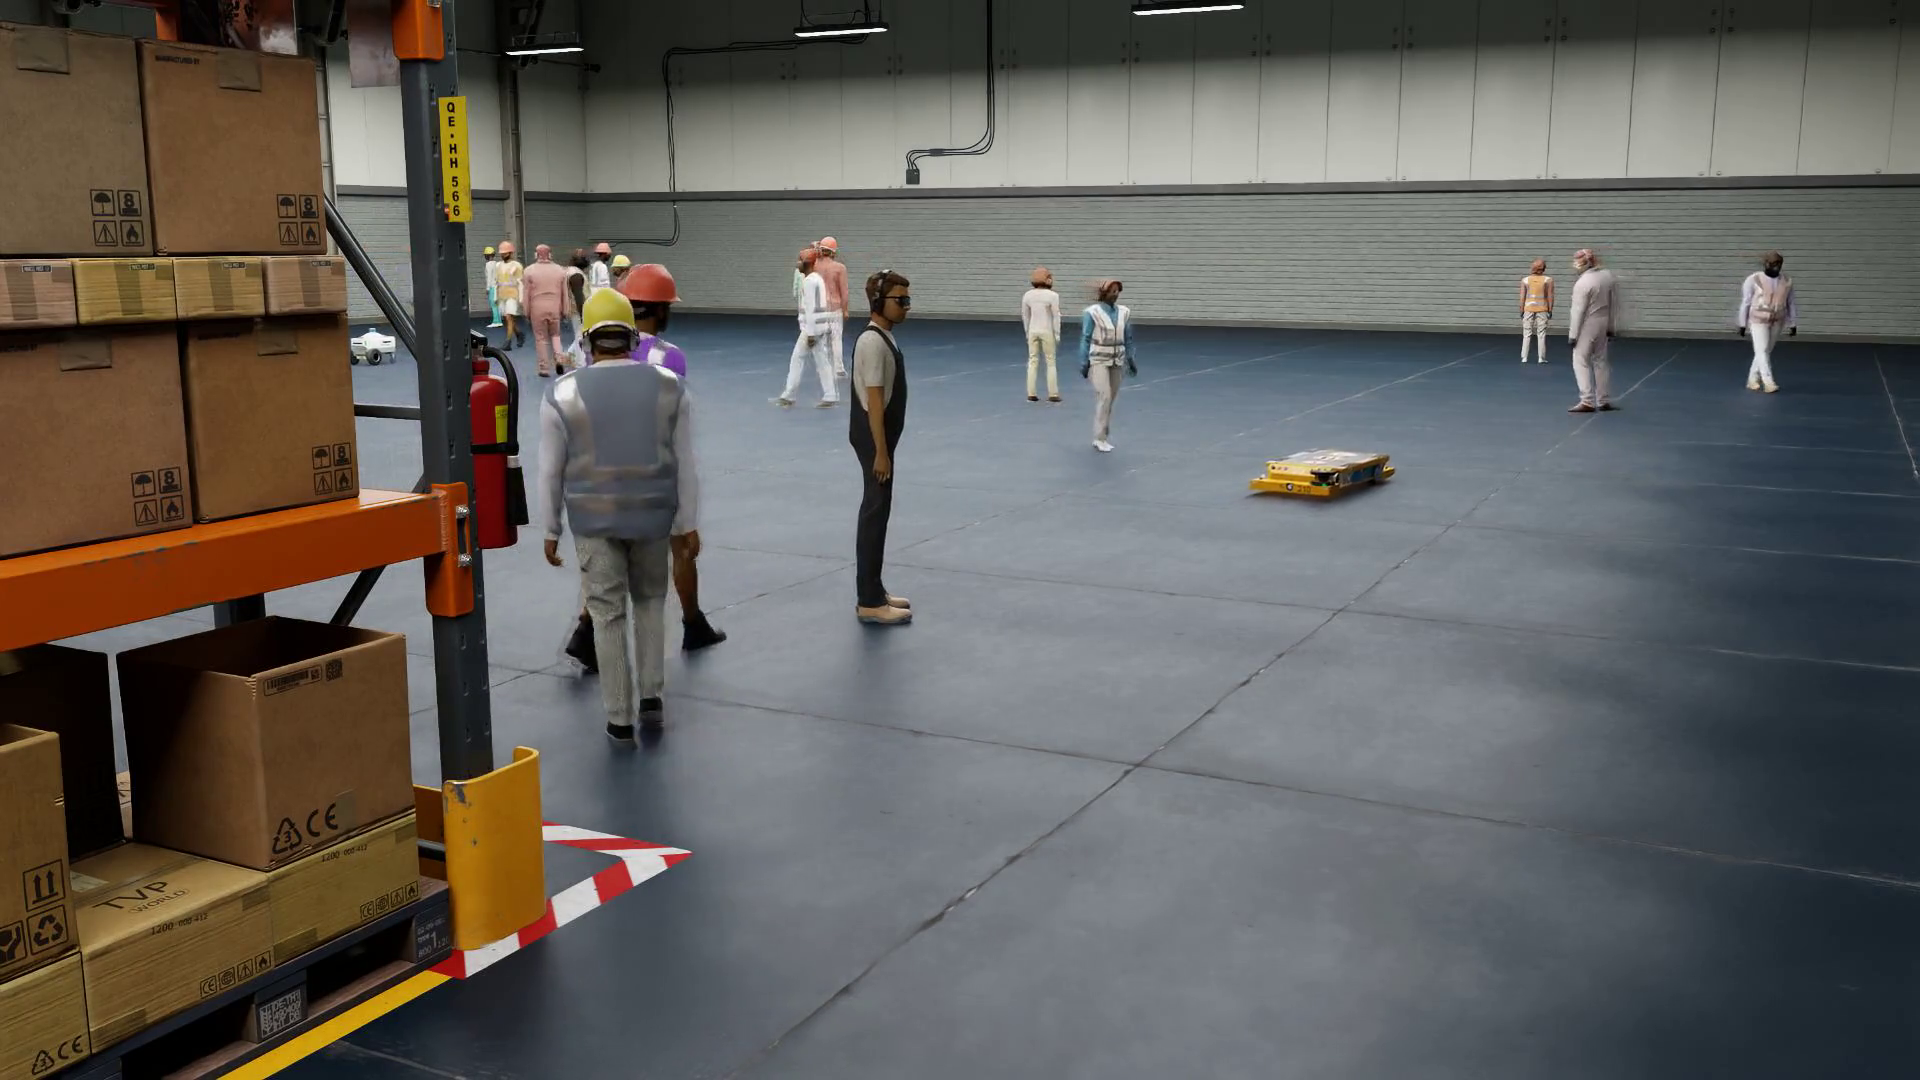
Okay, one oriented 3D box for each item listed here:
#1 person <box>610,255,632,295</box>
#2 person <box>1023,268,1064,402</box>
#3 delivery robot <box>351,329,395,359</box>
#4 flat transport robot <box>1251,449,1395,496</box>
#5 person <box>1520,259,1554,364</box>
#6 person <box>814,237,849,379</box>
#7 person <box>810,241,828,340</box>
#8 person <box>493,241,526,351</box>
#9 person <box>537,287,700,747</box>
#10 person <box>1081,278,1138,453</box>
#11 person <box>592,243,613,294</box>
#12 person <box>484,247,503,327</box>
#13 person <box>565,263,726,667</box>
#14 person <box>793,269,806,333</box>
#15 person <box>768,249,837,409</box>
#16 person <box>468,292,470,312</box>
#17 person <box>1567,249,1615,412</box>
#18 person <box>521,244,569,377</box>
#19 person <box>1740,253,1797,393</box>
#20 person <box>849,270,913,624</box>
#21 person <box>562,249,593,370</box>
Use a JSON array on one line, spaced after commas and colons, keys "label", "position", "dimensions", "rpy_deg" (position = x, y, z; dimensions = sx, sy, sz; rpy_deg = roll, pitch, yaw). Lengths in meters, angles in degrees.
[{"label": "person", "position": [-4.465, -2.898, 22.119], "dimensions": [0.322, 1.766, 0.533], "rpy_deg": [-2, 11, -9]}, {"label": "person", "position": [1.010, -2.472, 20.219], "dimensions": [0.510, 1.626, 0.428], "rpy_deg": [6, 12, 30]}, {"label": "delivery robot", "position": [-9.223, -3.081, 26.142], "dimensions": [0.477, 0.478, 0.707], "rpy_deg": [4, 11, 22]}, {"label": "flat transport robot", "position": [2.952, -0.560, 13.427], "dimensions": [0.652, 0.197, 1.431], "rpy_deg": [7, 12, 34]}, {"label": "person", "position": [9.117, -3.609, 26.318], "dimensions": [0.515, 1.641, 0.309], "rpy_deg": [5, 12, 26]}, {"label": "person", "position": [-1.853, -3.279, 23.550], "dimensions": [0.610, 1.996, 0.379], "rpy_deg": [3, 11, 17]}, {"label": "person", "position": [-2.769, -4.813, 32.157], "dimensions": [0.408, 1.908, 0.646], "rpy_deg": [-2, 11, -12]}, {"label": "person", "position": [-7.921, -4.296, 29.304], "dimensions": [0.561, 1.919, 0.766], "rpy_deg": [4, 11, 21]}, {"label": "person", "position": [-1.370, -0.090, 6.642], "dimensions": [0.624, 1.814, 0.514], "rpy_deg": [-4, 11, -21]}, {"label": "person", "position": [1.416, -1.631, 15.574], "dimensions": [0.518, 1.619, 0.567], "rpy_deg": [-7, 12, -33]}, {"label": "person", "position": [-6.276, -4.260, 29.205], "dimensions": [0.986, 1.888, 0.564], "rpy_deg": [-4, 11, -20]}, {"label": "person", "position": [-10.327, -5.571, 36.673], "dimensions": [0.328, 1.767, 0.532], "rpy_deg": [1, 10, 7]}, {"label": "person", "position": [-1.527, -0.346, 7.852], "dimensions": [0.548, 1.904, 0.947], "rpy_deg": [6, 12, 28]}, {"label": "person", "position": [-3.212, -5.145, 34.753], "dimensions": [0.504, 1.609, 0.736], "rpy_deg": [4, 11, 20]}, {"label": "person", "position": [-1.845, -2.436, 19.346], "dimensions": [0.889, 1.846, 0.601], "rpy_deg": [2, 11, 12]}, {"label": "person", "position": [-7.256, -3.219, 23.558], "dimensions": [0.621, 1.868, 0.611], "rpy_deg": [-3, 11, -16]}, {"label": "person", "position": [7.271, -2.406, 19.150], "dimensions": [0.801, 1.874, 0.409], "rpy_deg": [-9, 13, -39]}, {"label": "person", "position": [-5.946, -3.277, 23.818], "dimensions": [0.659, 1.891, 0.418], "rpy_deg": [-6, 12, -30]}, {"label": "person", "position": [10.479, -2.806, 21.538], "dimensions": [0.647, 1.790, 0.984], "rpy_deg": [0, 10, -2]}, {"label": "person", "position": [-0.415, -0.490, 8.755], "dimensions": [0.332, 1.842, 0.508], "rpy_deg": [0, 10, -1]}, {"label": "person", "position": [-5.546, -3.305, 24.180], "dimensions": [0.474, 1.822, 0.659], "rpy_deg": [-2, 11, -12]}]
